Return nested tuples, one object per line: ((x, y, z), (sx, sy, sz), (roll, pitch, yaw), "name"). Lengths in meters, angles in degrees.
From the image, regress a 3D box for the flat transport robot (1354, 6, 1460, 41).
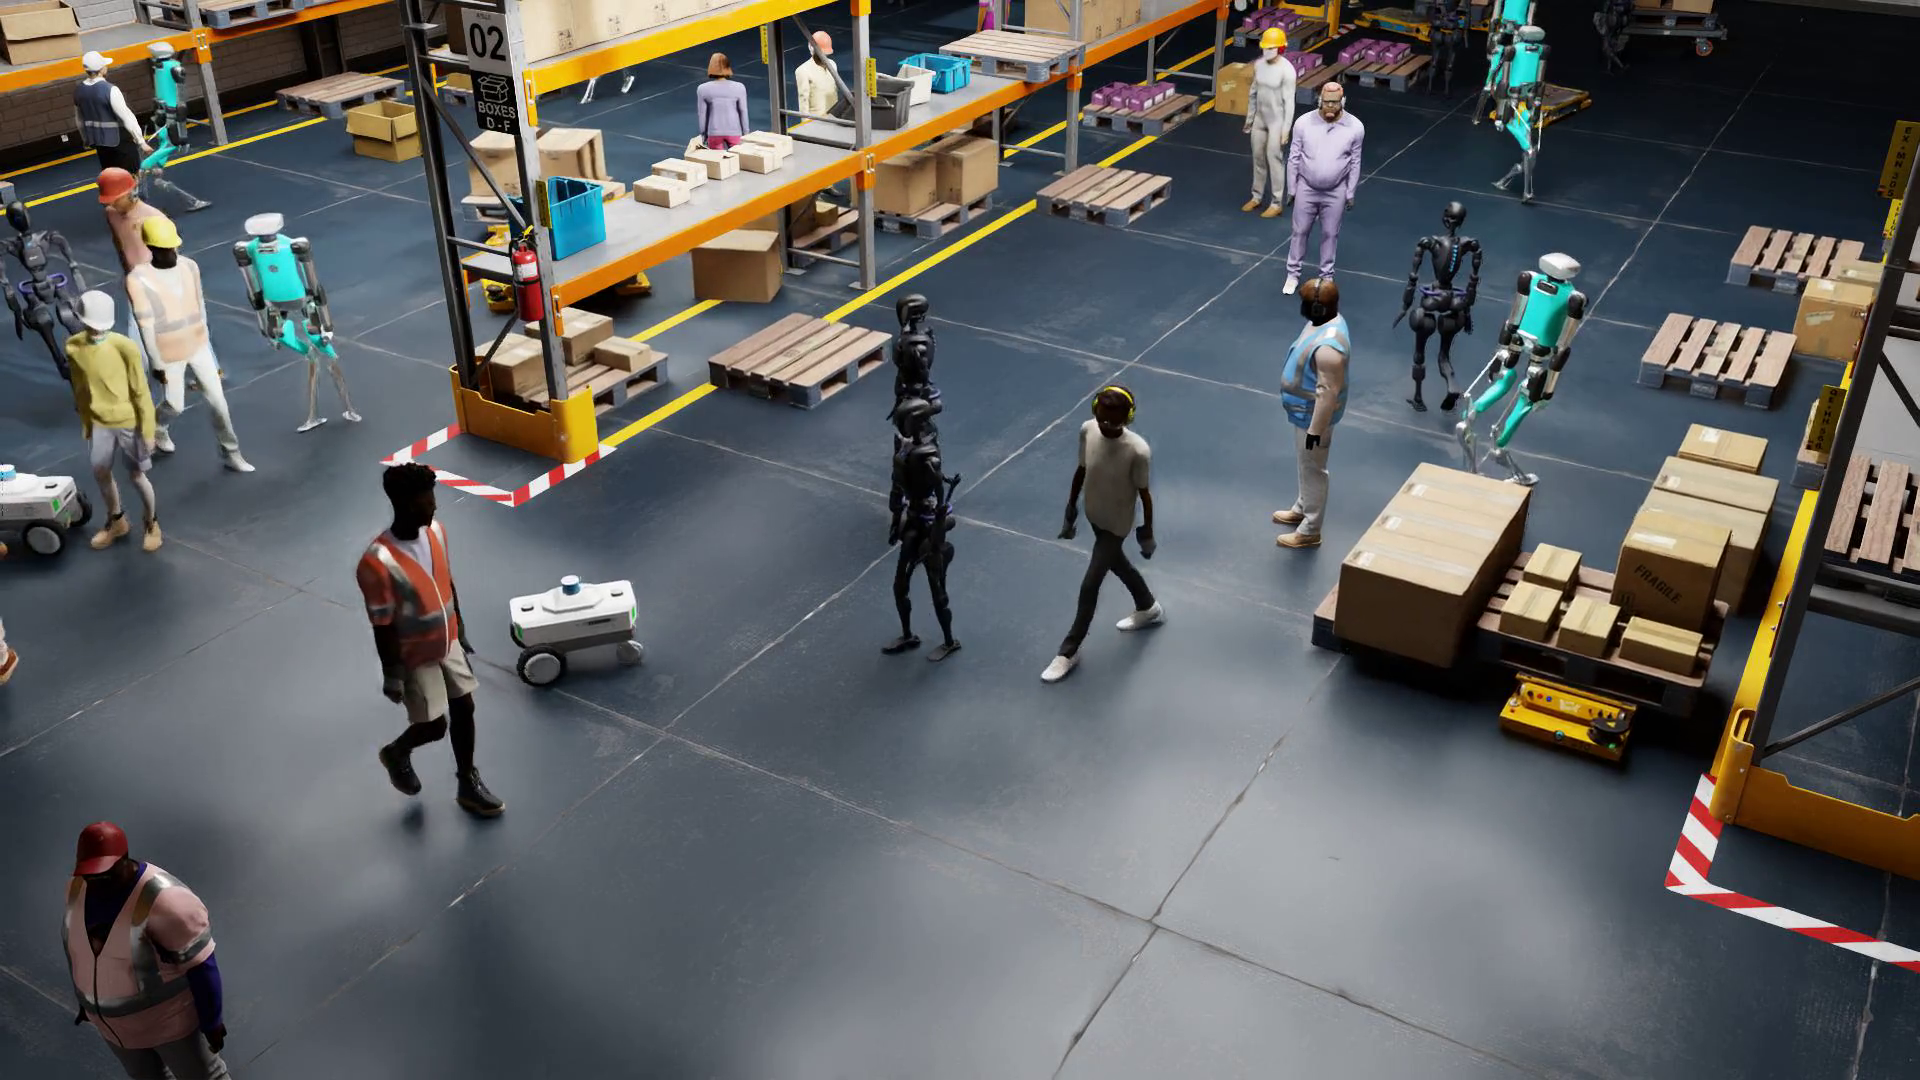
((6.514, -7.532, 24.266), (0.659, 0.231, 1.431), (-20, 35, -31), "flat transport robot")

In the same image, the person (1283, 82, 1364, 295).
((3.208, -3.100, 14.764), (0.639, 1.908, 0.413), (5, 30, 8), "person")

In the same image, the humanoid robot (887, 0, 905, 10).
((-0.936, -8.966, 25.373), (0.608, 1.650, 0.379), (-3, 30, -5), "humanoid robot")

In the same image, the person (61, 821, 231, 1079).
((-3.066, 1.780, 6.282), (0.621, 1.755, 0.420), (7, 30, 12), "person")

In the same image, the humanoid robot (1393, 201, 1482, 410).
((3.628, -1.727, 12.577), (0.609, 1.641, 0.465), (-3, 30, -6), "humanoid robot")

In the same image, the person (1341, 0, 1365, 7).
((6.071, -9.102, 25.532), (0.323, 1.751, 0.559), (-17, 34, -28), "person")

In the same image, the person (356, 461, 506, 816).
((-2.674, 0.527, 8.321), (0.620, 1.927, 0.638), (12, 32, 21), "person")

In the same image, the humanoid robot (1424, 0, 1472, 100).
((6.094, -6.387, 20.794), (0.315, 1.657, 0.599), (-24, 37, -36), "humanoid robot")

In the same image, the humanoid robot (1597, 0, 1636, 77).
((8.653, -6.877, 21.681), (0.584, 1.631, 0.472), (-22, 36, -33), "humanoid robot")

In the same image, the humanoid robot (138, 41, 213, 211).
((-8.078, -4.000, 16.563), (0.535, 1.762, 1.002), (22, 36, 34), "humanoid robot")

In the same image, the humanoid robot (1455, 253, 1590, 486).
((3.735, -1.040, 11.311), (0.899, 1.776, 0.574), (-19, 34, -29), "humanoid robot")

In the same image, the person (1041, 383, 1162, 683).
((0.881, -0.114, 9.583), (1.005, 1.808, 0.525), (-20, 35, -31), "person")

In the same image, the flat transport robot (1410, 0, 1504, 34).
((7.400, -7.685, 24.537), (1.431, 0.231, 0.659), (17, 34, 28), "flat transport robot")

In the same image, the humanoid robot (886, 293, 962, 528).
((-0.218, -0.851, 11.022), (0.548, 1.648, 0.602), (-8, 31, -14), "humanoid robot")

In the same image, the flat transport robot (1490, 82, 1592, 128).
((7.129, -5.327, 20.364), (0.659, 0.231, 1.431), (24, 37, 36), "flat transport robot")

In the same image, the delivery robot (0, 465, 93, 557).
((-6.222, -0.205, 11.032), (0.808, 0.614, 0.499), (-2, 30, -3), "delivery robot")

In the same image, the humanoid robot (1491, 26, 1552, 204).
((5.902, -4.328, 17.155), (0.540, 1.776, 1.015), (-8, 31, -14), "humanoid robot")

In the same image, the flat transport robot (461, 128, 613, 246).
((-4.165, -3.193, 16.589), (0.659, 0.231, 1.431), (4, 30, 7), "flat transport robot")

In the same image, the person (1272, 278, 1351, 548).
((2.280, -0.821, 10.804), (0.430, 1.835, 0.625), (4, 30, 7), "person")

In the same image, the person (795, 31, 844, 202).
((-1.425, -4.360, 17.156), (0.336, 1.740, 0.562), (21, 36, 32), "person")

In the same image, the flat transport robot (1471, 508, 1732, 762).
((3.641, 0.752, 9.611), (0.659, 0.231, 1.431), (16, 33, 27), "flat transport robot")

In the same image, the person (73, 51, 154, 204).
((-8.315, -3.899, 16.323), (0.761, 1.759, 0.432), (7, 30, 13), "person")

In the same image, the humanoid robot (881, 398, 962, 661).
((-0.215, -0.046, 9.594), (0.441, 1.649, 0.589), (-17, 34, -28), "humanoid robot")

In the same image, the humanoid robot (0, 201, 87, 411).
((-7.023, -1.859, 12.836), (0.599, 1.639, 0.693), (-18, 34, -28), "humanoid robot")

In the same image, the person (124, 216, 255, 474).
((-5.535, -1.383, 11.740), (0.840, 1.901, 0.582), (18, 34, 28), "person")

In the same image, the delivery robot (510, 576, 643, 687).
((-2.265, 0.488, 9.780), (0.783, 0.586, 0.499), (-9, 31, -16), "delivery robot")

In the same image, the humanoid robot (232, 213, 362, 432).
((-4.873, -1.641, 12.352), (0.610, 1.774, 0.793), (-3, 30, -5), "humanoid robot")

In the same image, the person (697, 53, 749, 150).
((-2.372, -4.073, 16.766), (0.499, 1.628, 0.291), (0, 29, -1), "person")

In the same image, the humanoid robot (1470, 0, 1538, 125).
((6.374, -5.761, 19.623), (0.589, 1.768, 0.774), (18, 34, 29), "humanoid robot")

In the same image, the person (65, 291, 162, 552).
((-5.434, -0.753, 10.674), (0.597, 1.845, 0.445), (3, 30, 5), "person")

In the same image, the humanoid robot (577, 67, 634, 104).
((-4.467, -6.384, 20.797), (0.530, 1.781, 1.027), (20, 35, 31), "humanoid robot")

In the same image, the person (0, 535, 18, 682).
((-5.636, 0.015, 9.182), (0.618, 1.975, 0.662), (-8, 31, -14), "person")

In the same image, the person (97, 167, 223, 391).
((-6.200, -1.925, 12.673), (0.660, 1.908, 1.035), (10, 31, 17), "person")

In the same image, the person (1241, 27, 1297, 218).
((3.112, -4.202, 16.737), (0.403, 1.888, 0.583), (-22, 36, -33), "person")

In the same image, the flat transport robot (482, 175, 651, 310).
((-3.585, -2.360, 15.116), (1.431, 0.231, 0.659), (-10, 31, -17), "flat transport robot")

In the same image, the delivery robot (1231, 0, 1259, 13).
((4.200, -8.447, 25.572), (0.747, 0.572, 0.499), (14, 32, 23), "delivery robot")

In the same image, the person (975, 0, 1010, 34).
((0.400, -6.395, 20.649), (0.522, 1.846, 0.332), (-23, 37, -34), "person")
